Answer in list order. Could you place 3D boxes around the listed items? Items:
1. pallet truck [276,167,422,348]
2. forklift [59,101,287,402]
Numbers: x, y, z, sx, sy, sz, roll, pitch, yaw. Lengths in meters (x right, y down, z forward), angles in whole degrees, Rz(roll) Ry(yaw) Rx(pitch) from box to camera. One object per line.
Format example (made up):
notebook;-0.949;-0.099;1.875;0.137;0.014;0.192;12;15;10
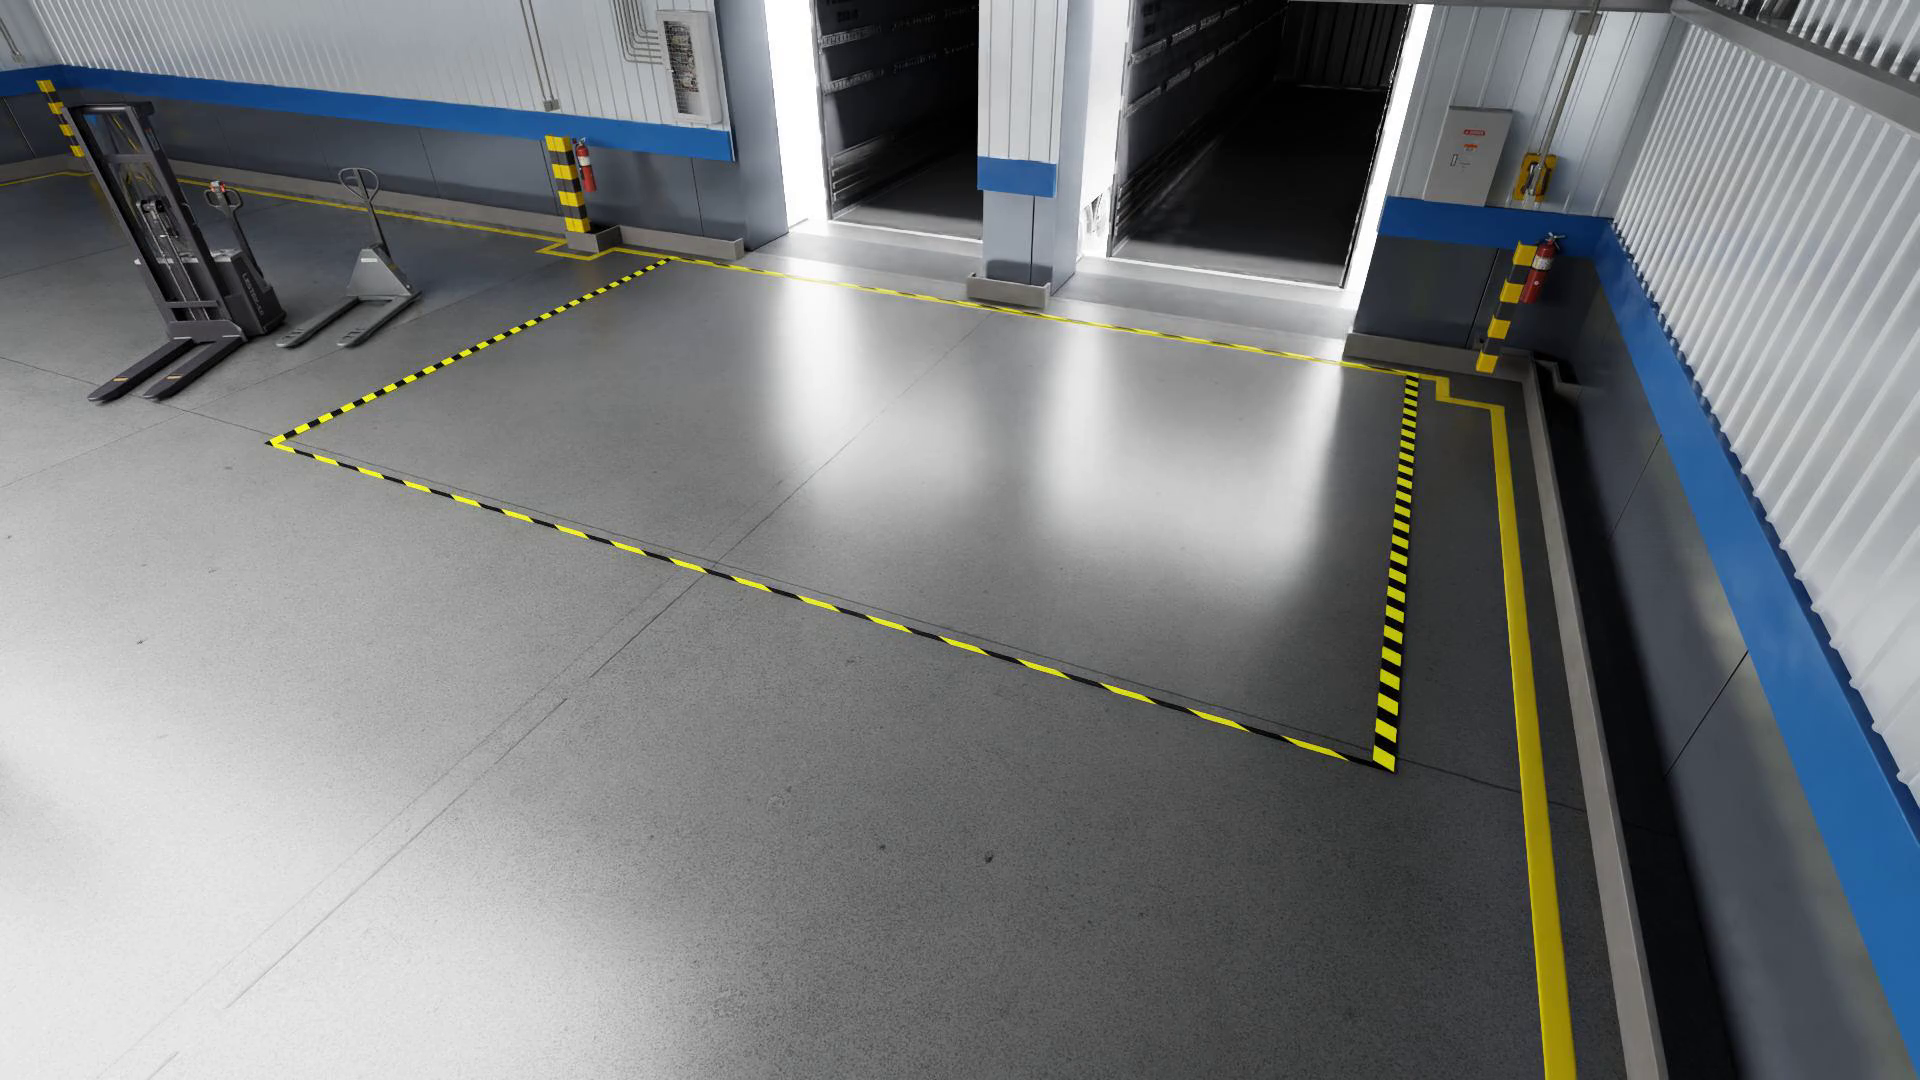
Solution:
pallet truck;-5.732;-2.611;8.414;0.680;1.201;1.601;-1;35;-1
forklift;-6.686;-2.387;7.434;0.823;1.965;1.885;-3;35;-5
